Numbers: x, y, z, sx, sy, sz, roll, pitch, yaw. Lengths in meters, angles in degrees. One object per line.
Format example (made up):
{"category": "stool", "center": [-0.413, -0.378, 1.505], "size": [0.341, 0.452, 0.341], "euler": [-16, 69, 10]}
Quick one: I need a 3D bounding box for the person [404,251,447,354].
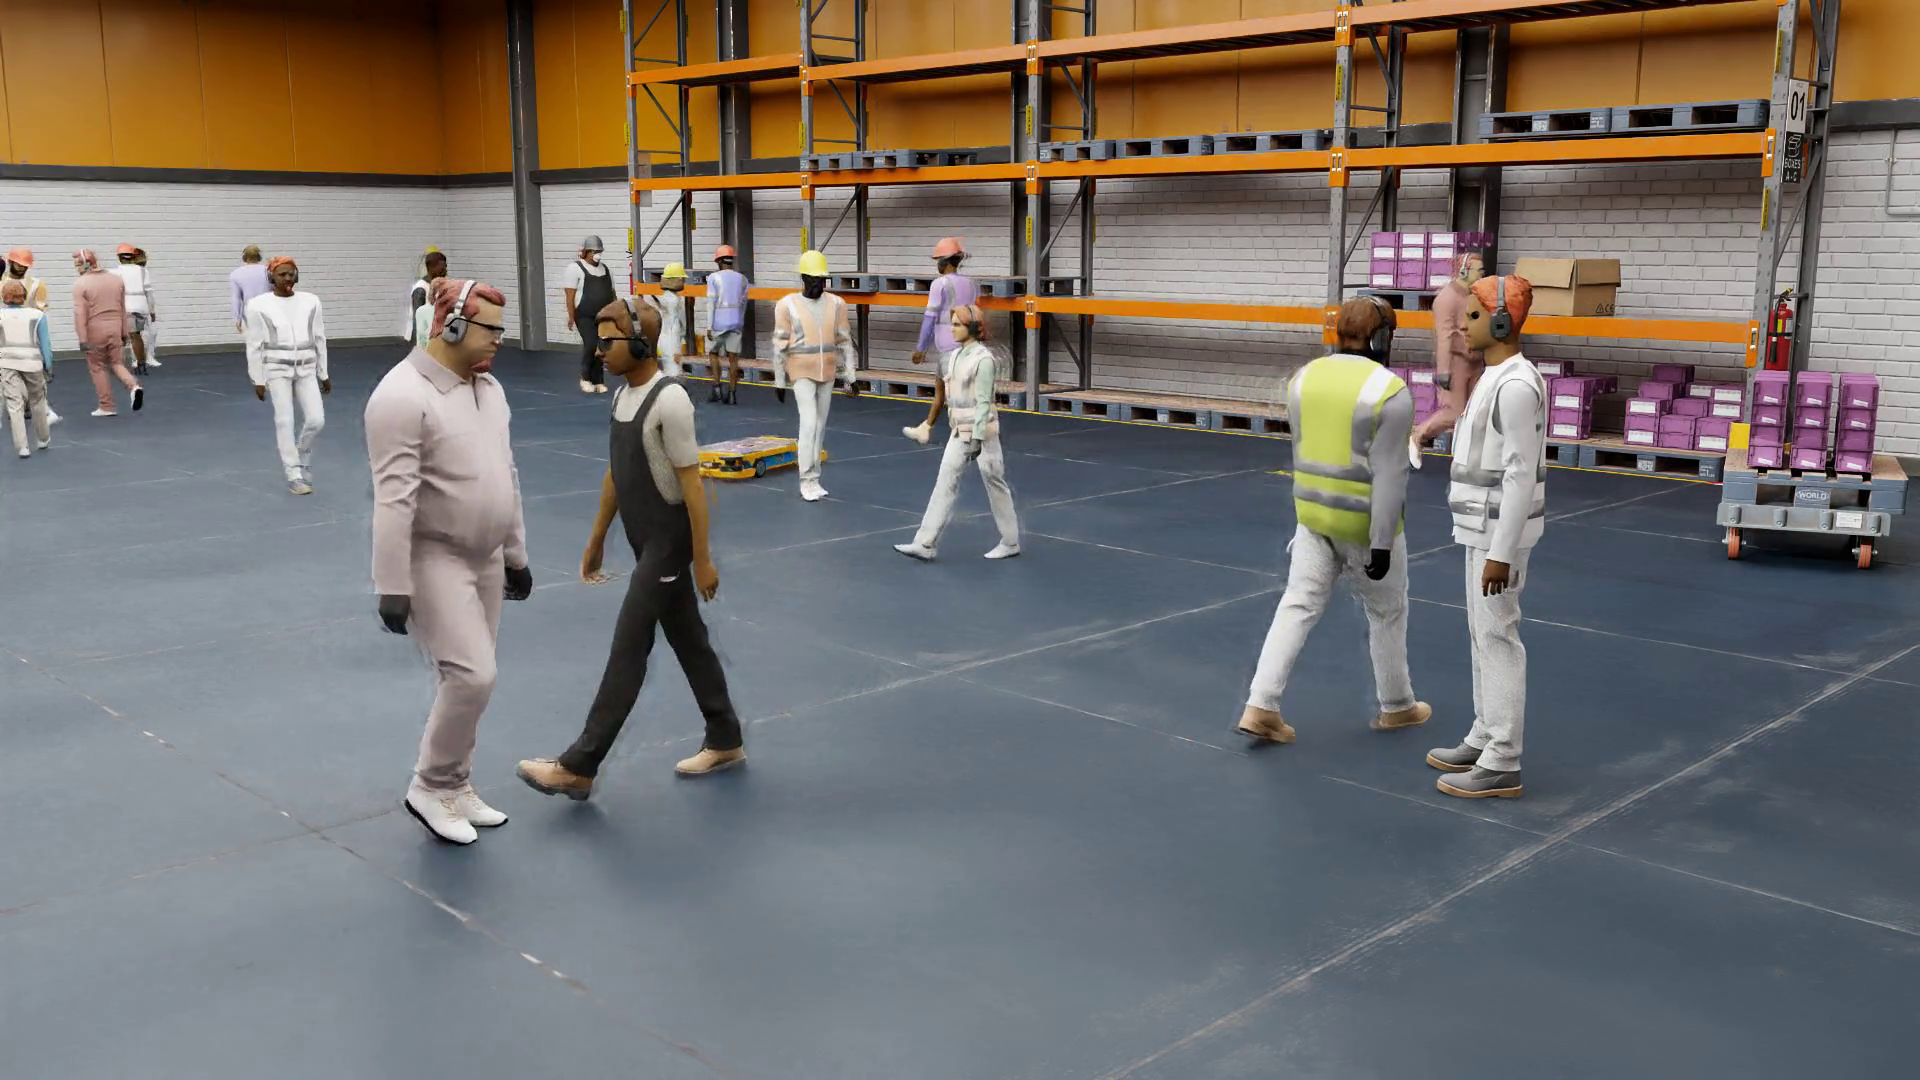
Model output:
{"category": "person", "center": [-5.655, -2.070, 17.354], "size": [0.837, 1.870, 0.612], "euler": [1, 10, 8]}

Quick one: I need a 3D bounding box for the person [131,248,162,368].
{"category": "person", "center": [-12.529, -3.534, 25.386], "size": [0.581, 1.827, 0.533], "euler": [4, 11, 22]}

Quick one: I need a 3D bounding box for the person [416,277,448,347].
{"category": "person", "center": [-5.125, -1.801, 16.525], "size": [0.504, 1.619, 0.523], "euler": [-2, 11, -13]}

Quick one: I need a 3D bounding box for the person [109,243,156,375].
{"category": "person", "center": [-12.064, -3.352, 24.177], "size": [0.644, 1.907, 0.554], "euler": [9, 14, 39]}

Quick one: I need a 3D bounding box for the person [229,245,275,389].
{"category": "person", "center": [-9.333, -2.959, 22.113], "size": [0.640, 1.884, 1.029], "euler": [-4, 11, -21]}

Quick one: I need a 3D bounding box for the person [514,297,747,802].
{"category": "person", "center": [-1.193, 0.038, 6.003], "size": [0.958, 1.796, 0.525], "euler": [-6, 12, -30]}

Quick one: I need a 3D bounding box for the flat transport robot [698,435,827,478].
{"category": "flat transport robot", "center": [-1.800, -0.726, 14.327], "size": [0.652, 0.197, 1.431], "euler": [5, 12, 27]}

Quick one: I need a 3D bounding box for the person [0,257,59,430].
{"category": "person", "center": [-9.880, -2.038, 17.238], "size": [0.945, 1.836, 0.516], "euler": [-1, 10, -5]}

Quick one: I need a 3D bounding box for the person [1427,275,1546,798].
{"category": "person", "center": [1.926, -0.009, 6.020], "size": [0.340, 1.882, 0.585], "euler": [2, 11, 10]}

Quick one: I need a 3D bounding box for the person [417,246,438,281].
{"category": "person", "center": [-9.513, -4.394, 30.069], "size": [0.592, 1.834, 0.404], "euler": [5, 12, 27]}

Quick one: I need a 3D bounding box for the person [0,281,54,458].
{"category": "person", "center": [-8.648, -1.578, 15.326], "size": [0.545, 1.595, 0.824], "euler": [-5, 11, -24]}

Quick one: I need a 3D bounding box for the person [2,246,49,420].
{"category": "person", "center": [-10.270, -2.242, 18.157], "size": [0.575, 1.900, 0.691], "euler": [-4, 11, -20]}

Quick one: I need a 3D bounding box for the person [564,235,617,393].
{"category": "person", "center": [-4.663, -2.882, 21.258], "size": [0.535, 2.000, 0.712], "euler": [9, 14, 41]}

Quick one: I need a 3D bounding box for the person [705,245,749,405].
{"category": "person", "center": [-2.798, -2.569, 19.918], "size": [0.573, 1.903, 0.548], "euler": [-6, 12, -31]}

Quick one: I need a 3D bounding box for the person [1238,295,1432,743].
{"category": "person", "center": [1.518, -0.073, 6.632], "size": [0.953, 1.802, 0.620], "euler": [-8, 13, -37]}

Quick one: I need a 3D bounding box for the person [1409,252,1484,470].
{"category": "person", "center": [4.143, -1.454, 13.892], "size": [0.653, 1.884, 0.652], "euler": [-9, 14, -41]}

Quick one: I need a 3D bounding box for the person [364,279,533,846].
{"category": "person", "center": [-1.688, 0.083, 5.535], "size": [0.463, 1.875, 0.712], "euler": [3, 11, 17]}

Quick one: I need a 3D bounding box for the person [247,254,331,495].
{"category": "person", "center": [-5.226, -1.285, 13.006], "size": [0.610, 1.872, 0.416], "euler": [-8, 13, -38]}

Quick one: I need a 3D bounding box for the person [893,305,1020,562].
{"category": "person", "center": [0.021, -0.645, 10.259], "size": [0.848, 1.586, 0.538], "euler": [-5, 12, -27]}

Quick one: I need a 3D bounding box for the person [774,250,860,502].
{"category": "person", "center": [-1.080, -1.246, 12.729], "size": [0.609, 1.902, 0.702], "euler": [-7, 13, -34]}

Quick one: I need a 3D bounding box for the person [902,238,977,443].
{"category": "person", "center": [-0.126, -1.868, 15.879], "size": [1.041, 1.991, 0.634], "euler": [6, 12, 31]}

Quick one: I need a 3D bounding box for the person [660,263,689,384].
{"category": "person", "center": [-2.892, -1.943, 16.981], "size": [0.342, 1.739, 0.497], "euler": [-3, 11, -16]}

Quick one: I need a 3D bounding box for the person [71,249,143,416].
{"category": "person", "center": [-9.505, -2.289, 18.484], "size": [0.607, 1.873, 0.657], "euler": [5, 12, 26]}
